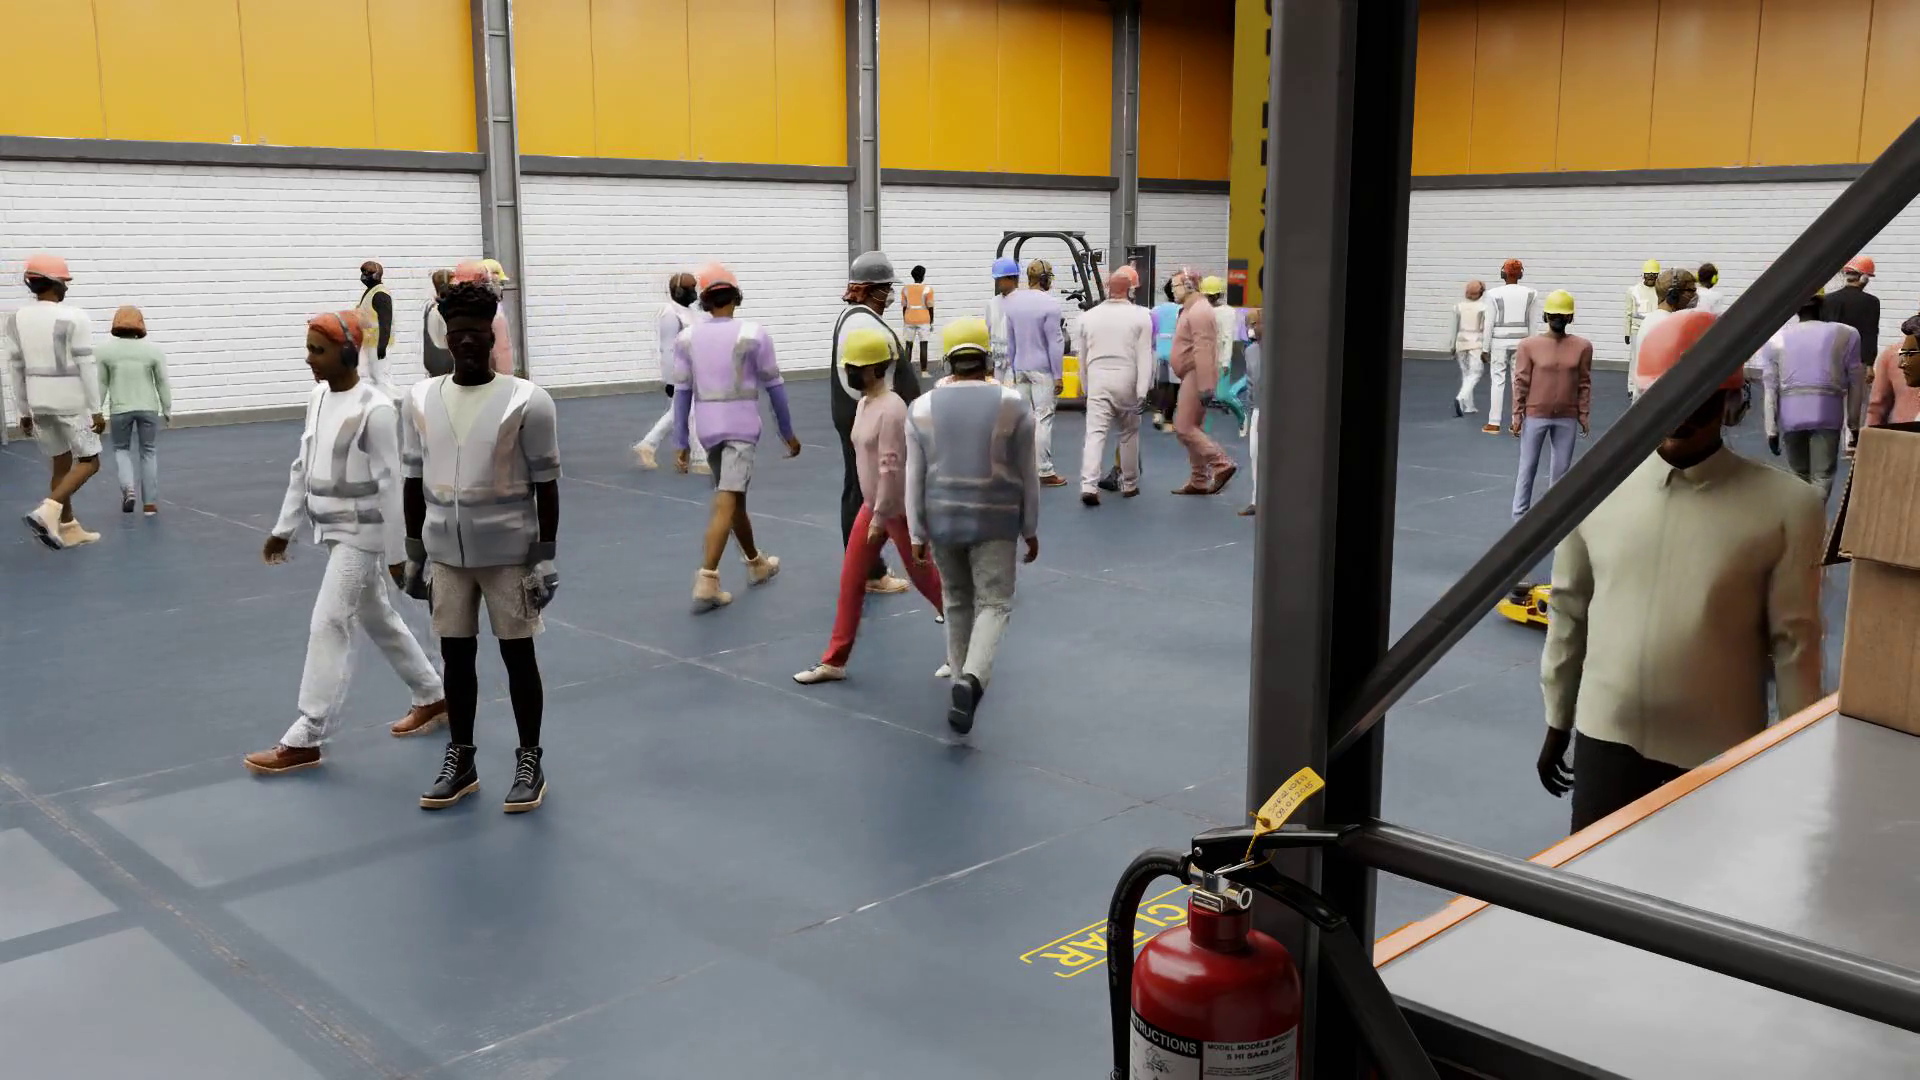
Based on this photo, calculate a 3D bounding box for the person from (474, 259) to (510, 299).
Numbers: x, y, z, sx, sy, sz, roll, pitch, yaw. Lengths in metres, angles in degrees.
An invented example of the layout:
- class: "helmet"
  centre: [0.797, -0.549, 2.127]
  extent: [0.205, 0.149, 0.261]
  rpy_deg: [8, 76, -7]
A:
- class: "person"
  centre: [-4.000, -1.422, 14.206]
  extent: [0.369, 1.928, 0.585]
  rpy_deg: [-4, 11, -19]

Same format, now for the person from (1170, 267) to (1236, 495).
- class: "person"
  centre: [1.947, -1.278, 13.585]
  extent: [0.513, 1.875, 0.673]
  rpy_deg: [2, 11, 9]

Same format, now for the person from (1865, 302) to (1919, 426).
- class: "person"
  centre: [4.987, -0.399, 8.545]
  extent: [0.627, 1.966, 0.928]
  rpy_deg: [10, 14, 43]

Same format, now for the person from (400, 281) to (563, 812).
- class: "person"
  centre: [-1.780, 0.033, 6.163]
  extent: [0.613, 1.965, 0.361]
  rpy_deg: [2, 11, 8]

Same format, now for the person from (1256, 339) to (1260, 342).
- class: "person"
  centre: [3.450, -2.003, 18.005]
  extent: [0.499, 1.697, 0.886]
  rpy_deg: [2, 11, 12]

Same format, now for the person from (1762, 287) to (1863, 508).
- class: "person"
  centre: [5.489, -0.773, 10.788]
  extent: [0.611, 1.884, 0.866]
  rpy_deg: [7, 13, 35]

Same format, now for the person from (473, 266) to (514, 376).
- class: "person"
  centre: [-3.717, -1.222, 13.217]
  extent: [0.441, 1.887, 0.668]
  rpy_deg: [-9, 14, -39]

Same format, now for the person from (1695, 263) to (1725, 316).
- class: "person"
  centre: [8.220, -2.155, 18.515]
  extent: [0.522, 1.816, 0.958]
  rpy_deg: [8, 13, 38]

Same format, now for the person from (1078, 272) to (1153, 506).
- class: "person"
  centre: [1.220, -1.202, 13.267]
  extent: [0.636, 1.854, 1.011]
  rpy_deg: [3, 11, 18]

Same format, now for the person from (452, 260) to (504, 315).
- class: "person"
  centre: [-4.382, -1.563, 15.023]
  extent: [0.758, 1.904, 0.579]
  rpy_deg: [-10, 14, -43]

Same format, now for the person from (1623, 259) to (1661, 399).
- class: "person"
  centre: [8.928, -2.724, 21.599]
  extent: [0.593, 1.824, 0.403]
  rpy_deg: [2, 11, 13]

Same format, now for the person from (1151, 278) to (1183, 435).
- class: "person"
  centre: [2.274, -1.961, 17.807]
  extent: [0.533, 1.677, 0.383]
  rpy_deg: [9, 13, 39]

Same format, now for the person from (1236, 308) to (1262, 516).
- class: "person"
  centre: [2.446, -0.988, 12.747]
  extent: [0.692, 1.598, 0.556]
  rpy_deg: [-7, 13, -34]

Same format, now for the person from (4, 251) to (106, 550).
- class: "person"
  centre: [-6.061, -0.904, 11.113]
  extent: [0.631, 2.028, 0.634]
  rpy_deg: [2, 11, 12]

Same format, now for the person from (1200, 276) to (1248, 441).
- class: "person"
  centre: [2.648, -1.835, 16.987]
  extent: [0.694, 1.728, 0.529]
  rpy_deg: [-9, 14, -40]

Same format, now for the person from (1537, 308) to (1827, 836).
- class: "person"
  centre: [1.714, 0.432, 3.979]
  extent: [0.631, 1.969, 0.876]
  rpy_deg: [8, 13, 36]

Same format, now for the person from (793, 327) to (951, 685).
- class: "person"
  centre: [-0.311, -0.159, 7.920]
  extent: [0.912, 1.714, 0.523]
  rpy_deg: [-5, 12, -26]

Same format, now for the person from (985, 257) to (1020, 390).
- class: "person"
  centre: [0.437, -1.611, 15.221]
  extent: [0.519, 1.927, 0.639]
  rpy_deg: [-10, 14, -43]

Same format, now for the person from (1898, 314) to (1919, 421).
- class: "person"
  centre: [3.556, 0.094, 6.138]
  extent: [0.509, 1.860, 0.334]
  rpy_deg: [-10, 14, -42]

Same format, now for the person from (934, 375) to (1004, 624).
- class: "person"
  centre: [0.091, -0.381, 9.401]
  extent: [0.529, 1.610, 0.780]
  rpy_deg: [8, 13, 38]

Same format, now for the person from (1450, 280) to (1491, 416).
- class: "person"
  centre: [6.029, -2.266, 19.678]
  extent: [0.525, 1.616, 0.737]
  rpy_deg: [10, 14, 43]

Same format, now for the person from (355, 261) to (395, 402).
- class: "person"
  centre: [-6.561, -2.197, 18.658]
  extent: [0.429, 1.846, 0.633]
  rpy_deg: [-7, 12, -32]

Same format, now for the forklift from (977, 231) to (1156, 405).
- class: "forklift"
  centre: [1.222, -2.721, 20.561]
  extent: [2.313, 2.155, 1.214]
  rpy_deg: [2, 11, 13]

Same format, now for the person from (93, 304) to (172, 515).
- class: "person"
  centre: [-6.279, -0.978, 12.630]
  extent: [0.553, 1.611, 0.351]
  rpy_deg: [-5, 11, -24]

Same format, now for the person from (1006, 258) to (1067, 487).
- class: "person"
  centre: [0.657, -1.418, 14.153]
  extent: [0.368, 1.939, 0.633]
  rpy_deg: [-9, 14, -40]

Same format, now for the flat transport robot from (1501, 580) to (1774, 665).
- class: "flat transport robot"
  centre: [3.574, 0.417, 8.701]
  extent: [0.652, 0.197, 1.431]
  rpy_deg: [-4, 11, -22]

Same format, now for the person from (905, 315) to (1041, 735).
- class: "person"
  centre: [0.043, -0.063, 7.174]
  extent: [0.583, 1.803, 0.792]
  rpy_deg: [3, 11, 13]

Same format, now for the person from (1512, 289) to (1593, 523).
- class: "person"
  centre: [4.097, -0.847, 11.519]
  extent: [0.532, 1.765, 0.328]
  rpy_deg: [1, 10, 4]

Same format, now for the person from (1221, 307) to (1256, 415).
- class: "person"
  centre: [3.360, -2.297, 19.305]
  extent: [0.713, 1.810, 0.597]
  rpy_deg: [-3, 11, -15]

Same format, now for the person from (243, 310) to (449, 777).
- class: "person"
  centre: [-2.504, -0.018, 6.815]
  extent: [0.953, 1.843, 0.587]
  rpy_deg: [-9, 14, -42]

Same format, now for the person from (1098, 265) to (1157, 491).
- class: "person"
  centre: [1.399, -1.376, 14.116]
  extent: [0.542, 1.885, 1.054]
  rpy_deg: [6, 12, 31]

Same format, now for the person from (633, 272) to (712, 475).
- class: "person"
  centre: [-2.536, -1.483, 14.870]
  extent: [0.848, 1.820, 0.629]
  rpy_deg: [1, 10, 3]

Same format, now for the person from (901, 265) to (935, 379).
- class: "person"
  centre: [-0.622, -3.224, 24.695]
  extent: [0.527, 1.690, 0.321]
  rpy_deg: [3, 11, 18]

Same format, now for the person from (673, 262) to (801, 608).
- class: "person"
  centre: [-1.353, -0.627, 9.766]
  extent: [0.633, 1.982, 1.103]
  rpy_deg: [5, 11, 23]

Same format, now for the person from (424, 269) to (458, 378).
- class: "person"
  centre: [-4.691, -1.590, 15.413]
  extent: [0.712, 1.817, 0.539]
  rpy_deg: [-6, 12, -29]

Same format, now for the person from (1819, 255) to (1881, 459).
- class: "person"
  centre: [8.329, -1.710, 15.741]
  extent: [0.870, 1.955, 0.626]
  rpy_deg: [-6, 12, -29]

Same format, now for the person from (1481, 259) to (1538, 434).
- class: "person"
  centre: [5.894, -2.074, 17.883]
  extent: [0.582, 1.882, 0.351]
  rpy_deg: [-1, 10, -4]

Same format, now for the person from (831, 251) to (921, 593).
- class: "person"
  centre: [-0.505, -0.714, 10.040]
  extent: [0.536, 2.000, 0.678]
  rpy_deg: [-2, 11, -12]

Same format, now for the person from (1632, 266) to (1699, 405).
- class: "person"
  centre: [4.386, -0.726, 10.386]
  extent: [0.372, 1.940, 0.630]
  rpy_deg: [2, 11, 10]
